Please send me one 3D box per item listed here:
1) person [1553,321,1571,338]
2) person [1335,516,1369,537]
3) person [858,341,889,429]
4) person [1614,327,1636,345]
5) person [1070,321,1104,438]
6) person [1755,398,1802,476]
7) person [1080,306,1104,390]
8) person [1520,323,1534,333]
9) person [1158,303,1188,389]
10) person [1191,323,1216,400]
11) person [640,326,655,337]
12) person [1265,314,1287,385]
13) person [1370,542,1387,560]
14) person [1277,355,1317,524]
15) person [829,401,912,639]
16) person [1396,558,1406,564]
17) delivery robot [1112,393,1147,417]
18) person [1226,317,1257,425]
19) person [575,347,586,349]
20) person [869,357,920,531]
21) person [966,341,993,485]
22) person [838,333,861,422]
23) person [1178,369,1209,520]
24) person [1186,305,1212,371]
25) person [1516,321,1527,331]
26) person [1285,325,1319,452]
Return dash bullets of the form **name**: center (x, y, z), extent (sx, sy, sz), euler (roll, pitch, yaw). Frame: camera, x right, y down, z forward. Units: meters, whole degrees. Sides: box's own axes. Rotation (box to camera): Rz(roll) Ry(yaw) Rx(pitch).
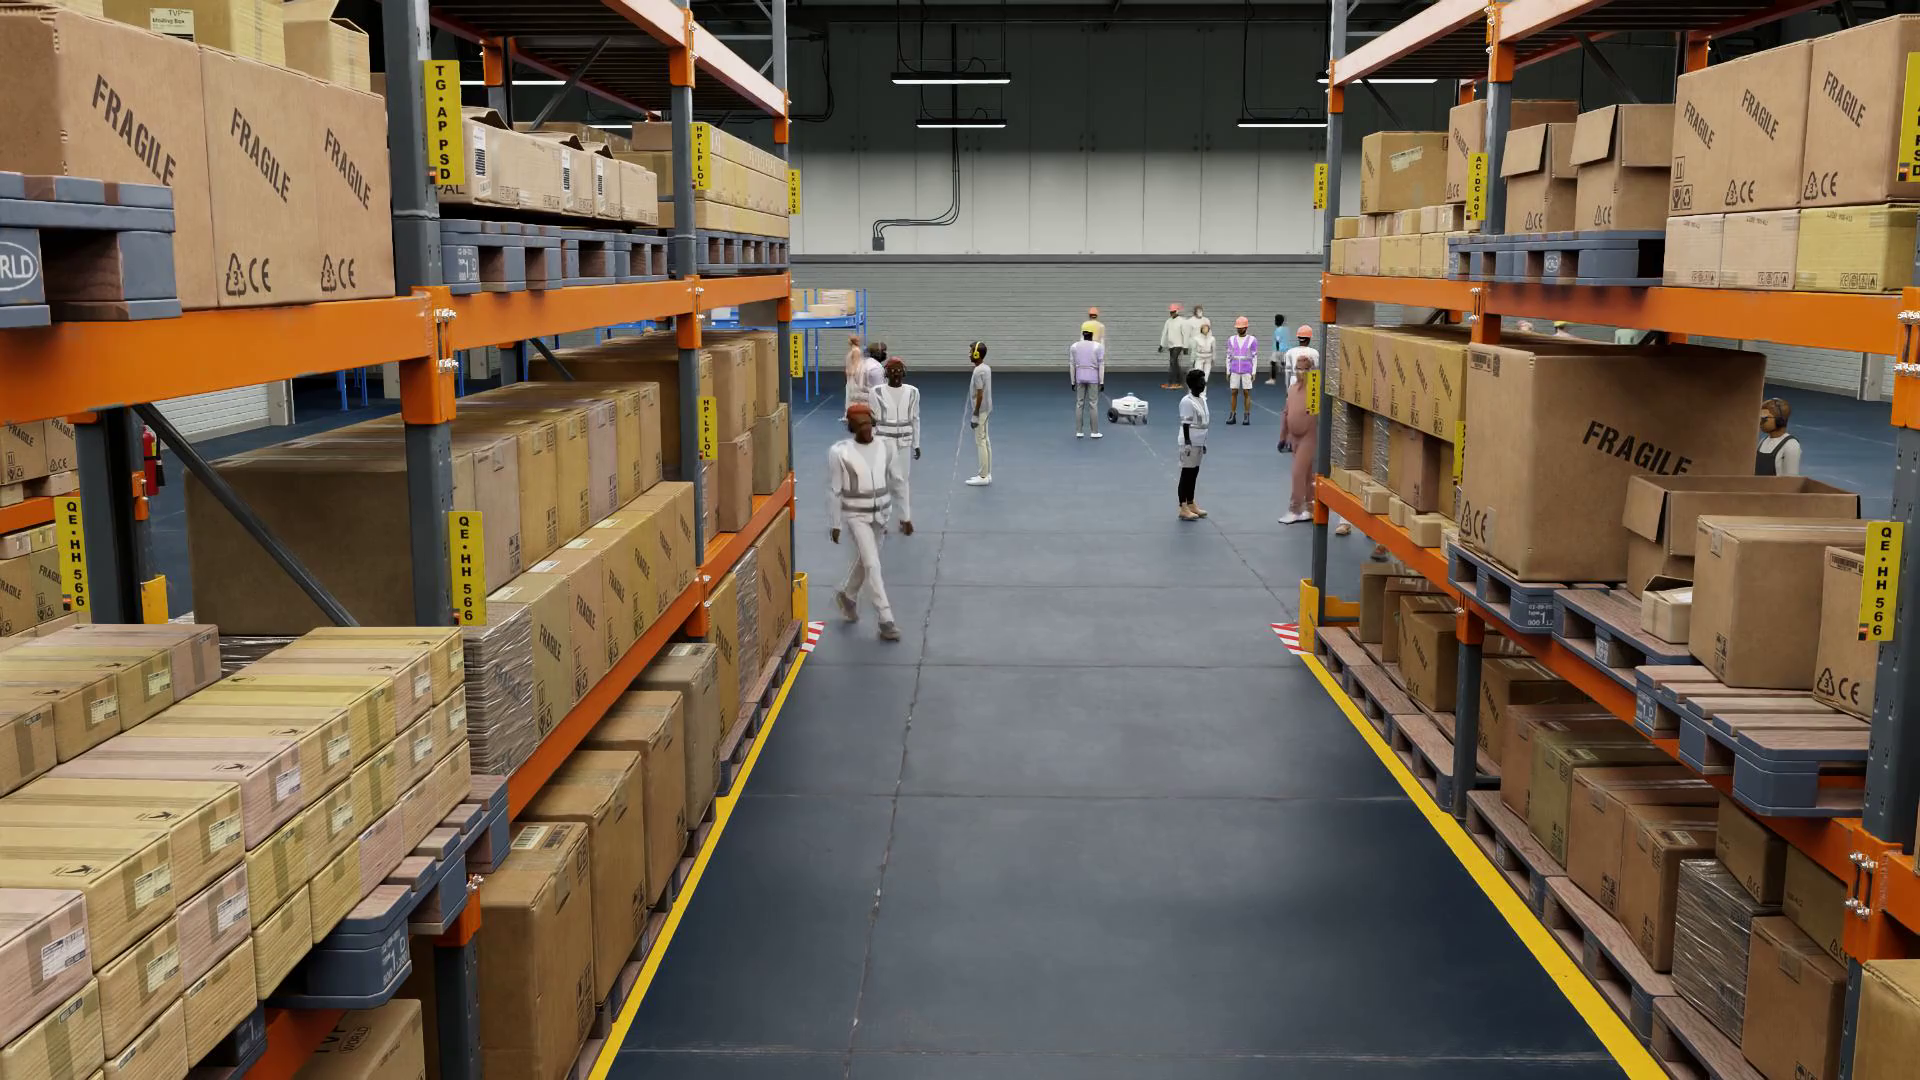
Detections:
- **person**: center (12.613, -3.792, 34.929), extent (0.526, 1.740, 0.768), euler (-2, 10, -11)
- **person**: center (4.291, -0.961, 17.695), extent (0.621, 1.845, 0.429), euler (5, 11, 26)
- **person**: center (-1.181, -1.813, 22.866), extent (0.494, 1.827, 0.618), euler (-2, 10, -10)
- **person**: center (15.662, -4.425, 39.211), extent (0.524, 1.584, 0.870), euler (2, 10, 9)
- **person**: center (2.114, -2.655, 27.582), extent (0.584, 1.929, 0.371), euler (4, 10, 21)
- **person**: center (6.423, -0.204, 13.164), extent (0.337, 1.844, 0.513), euler (0, 9, -3)
- **person**: center (3.012, -4.321, 37.602), extent (0.544, 1.919, 0.786), euler (-3, 10, -17)
- **person**: center (9.761, -2.794, 28.569), extent (0.712, 1.877, 0.669), euler (6, 11, 32)
- **person**: center (4.846, -4.451, 38.227), extent (0.868, 1.957, 0.618), euler (-6, 11, -33)
- **person**: center (5.157, -3.773, 35.209), extent (0.513, 1.624, 0.361), euler (-3, 10, -15)
- **person**: center (-4.697, -2.266, 25.224), extent (0.627, 1.940, 0.371), euler (-2, 10, -10)
- **person**: center (7.673, -4.532, 39.570), extent (0.738, 1.674, 0.530), euler (7, 12, 37)
- **person**: center (4.420, -0.778, 16.453), extent (0.607, 1.906, 0.986), euler (6, 11, 34)
- **person**: center (3.747, -1.113, 18.502), extent (0.807, 1.870, 0.685), euler (-5, 10, -25)
- **person**: center (-0.750, -0.197, 13.154), extent (0.650, 1.844, 0.973), euler (-5, 11, -28)
- **person**: center (3.734, -0.208, 13.302), extent (0.687, 1.808, 0.591), euler (-1, 10, -5)
- **delivery robot**: center (3.086, -2.430, 30.192), extent (0.477, 0.478, 0.707), euler (-6, 11, -31)
- **person**: center (5.045, -3.039, 29.864), extent (0.551, 1.933, 0.373), euler (4, 10, 23)
- **person**: center (-5.894, -2.224, 26.039), extent (0.902, 1.582, 0.512), euler (-5, 10, -25)
- **person**: center (-0.707, -1.037, 18.031), extent (0.573, 1.883, 0.356), euler (-3, 10, -16)
- **person**: center (0.251, -1.666, 21.834), extent (0.333, 1.873, 0.520), euler (3, 10, 16)
- **person**: center (-1.884, -2.983, 30.472), extent (0.644, 1.622, 0.520), euler (-2, 10, -12)
- **person**: center (2.660, -1.095, 18.927), extent (0.321, 1.697, 0.529), euler (5, 11, 29)
- **person**: center (5.682, -4.684, 39.902), extent (0.638, 1.893, 1.017), euler (-5, 10, -25)
- **person**: center (10.124, -2.995, 29.835), extent (0.911, 1.844, 0.741), euler (-9, 13, -44)
- **person**: center (5.271, -2.325, 25.577), extent (0.543, 1.939, 0.360), euler (6, 11, 33)
